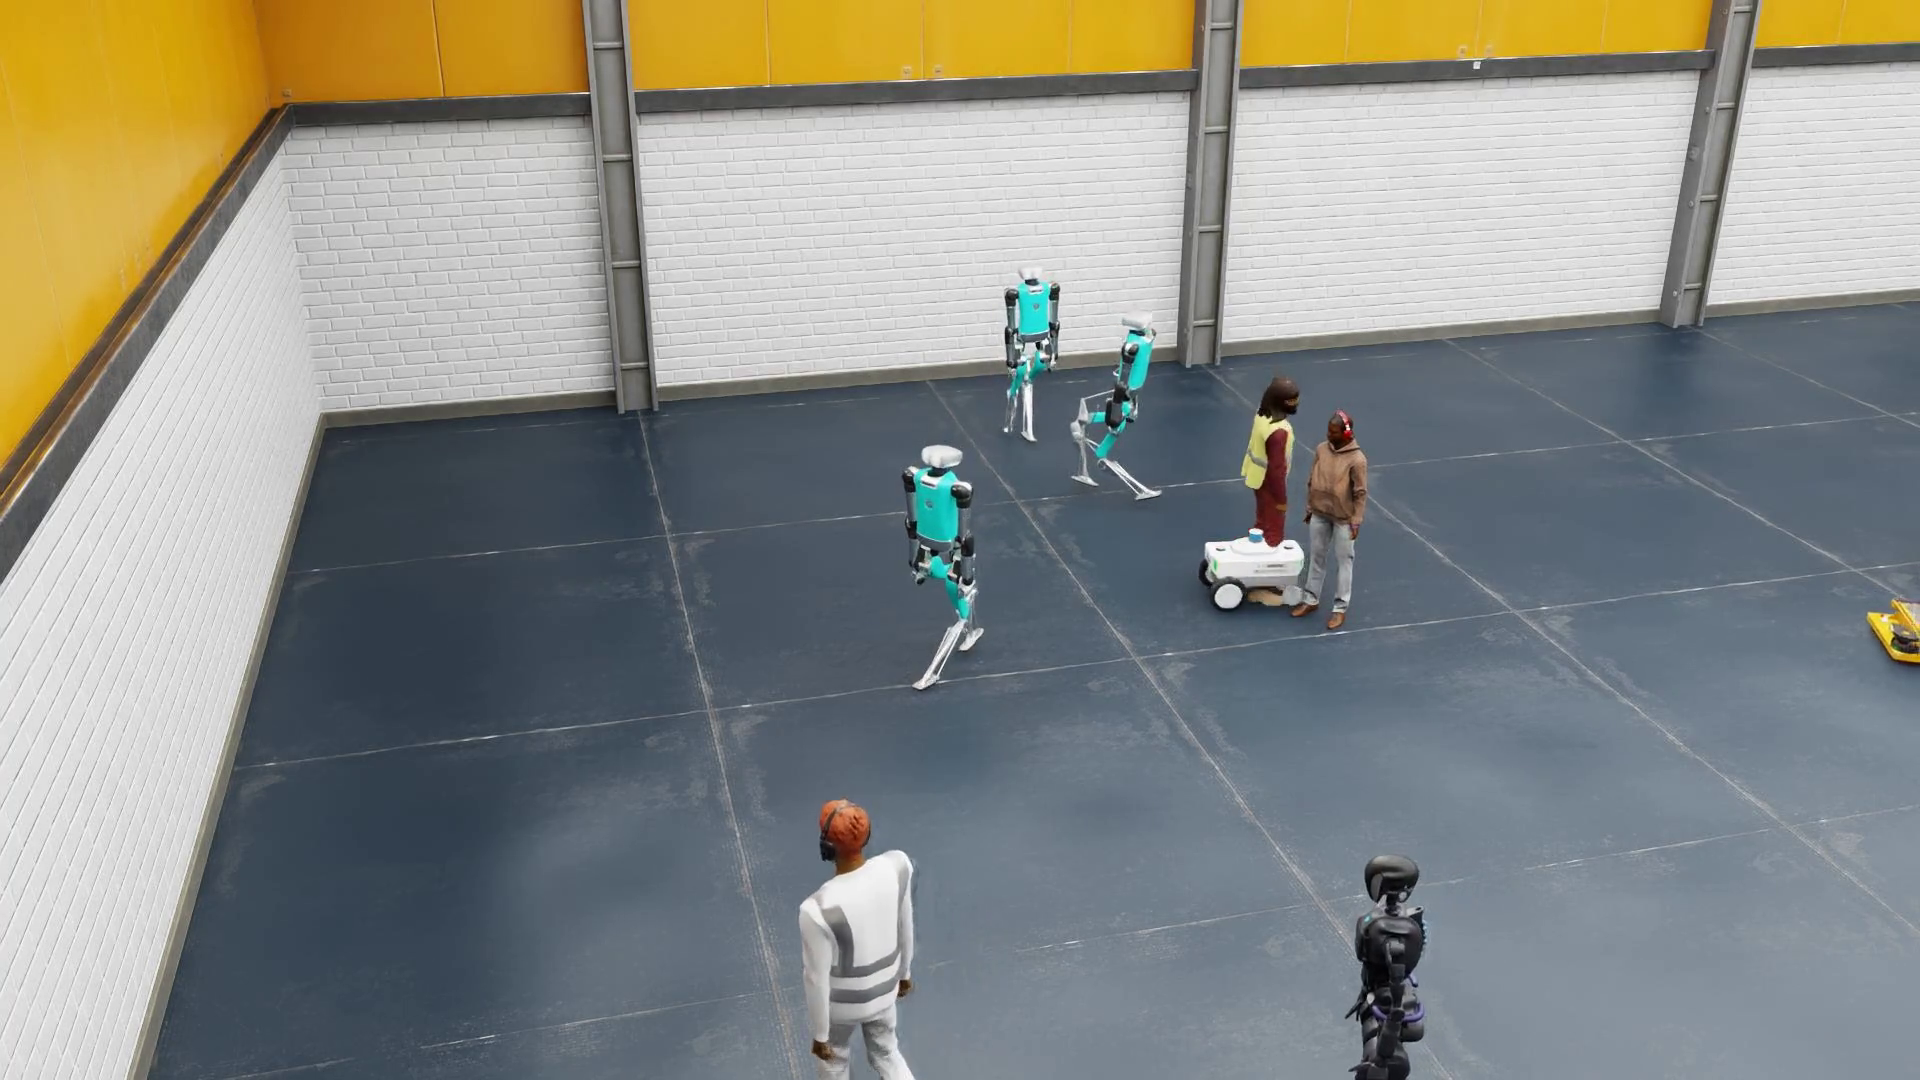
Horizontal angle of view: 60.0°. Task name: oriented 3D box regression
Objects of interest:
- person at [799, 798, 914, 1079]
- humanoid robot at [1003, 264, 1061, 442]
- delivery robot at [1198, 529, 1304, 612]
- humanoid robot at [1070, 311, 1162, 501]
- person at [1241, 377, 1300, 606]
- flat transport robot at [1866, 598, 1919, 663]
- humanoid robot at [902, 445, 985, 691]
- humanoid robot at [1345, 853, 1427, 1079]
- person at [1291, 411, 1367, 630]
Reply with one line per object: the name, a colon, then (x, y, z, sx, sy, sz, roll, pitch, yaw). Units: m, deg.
person: (-0.395, 1.934, 6.997, 0.581, 1.860, 0.772, -17, 29, -34)
humanoid robot: (0.581, -1.706, 15.542, 0.553, 1.896, 0.767, -8, 25, -18)
delivery robot: (2.190, 0.216, 12.536, 0.814, 0.612, 0.499, -2, 24, -3)
humanoid robot: (1.244, -1.123, 14.113, 1.056, 1.729, 0.554, 11, 26, 24)
person: (2.307, -0.385, 12.399, 0.375, 1.755, 0.585, -1, 24, -2)
flat transport robot: (7.295, 0.699, 11.771, 1.431, 0.231, 0.659, 5, 24, 10)
humanoid robot: (0.006, 0.119, 11.327, 0.540, 1.763, 1.029, 16, 28, 32)
humanoid robot: (1.853, 2.045, 7.003, 0.650, 1.635, 0.609, 2, 24, 6)
person: (2.706, -0.160, 12.007, 0.458, 1.647, 0.322, 21, 32, 40)
